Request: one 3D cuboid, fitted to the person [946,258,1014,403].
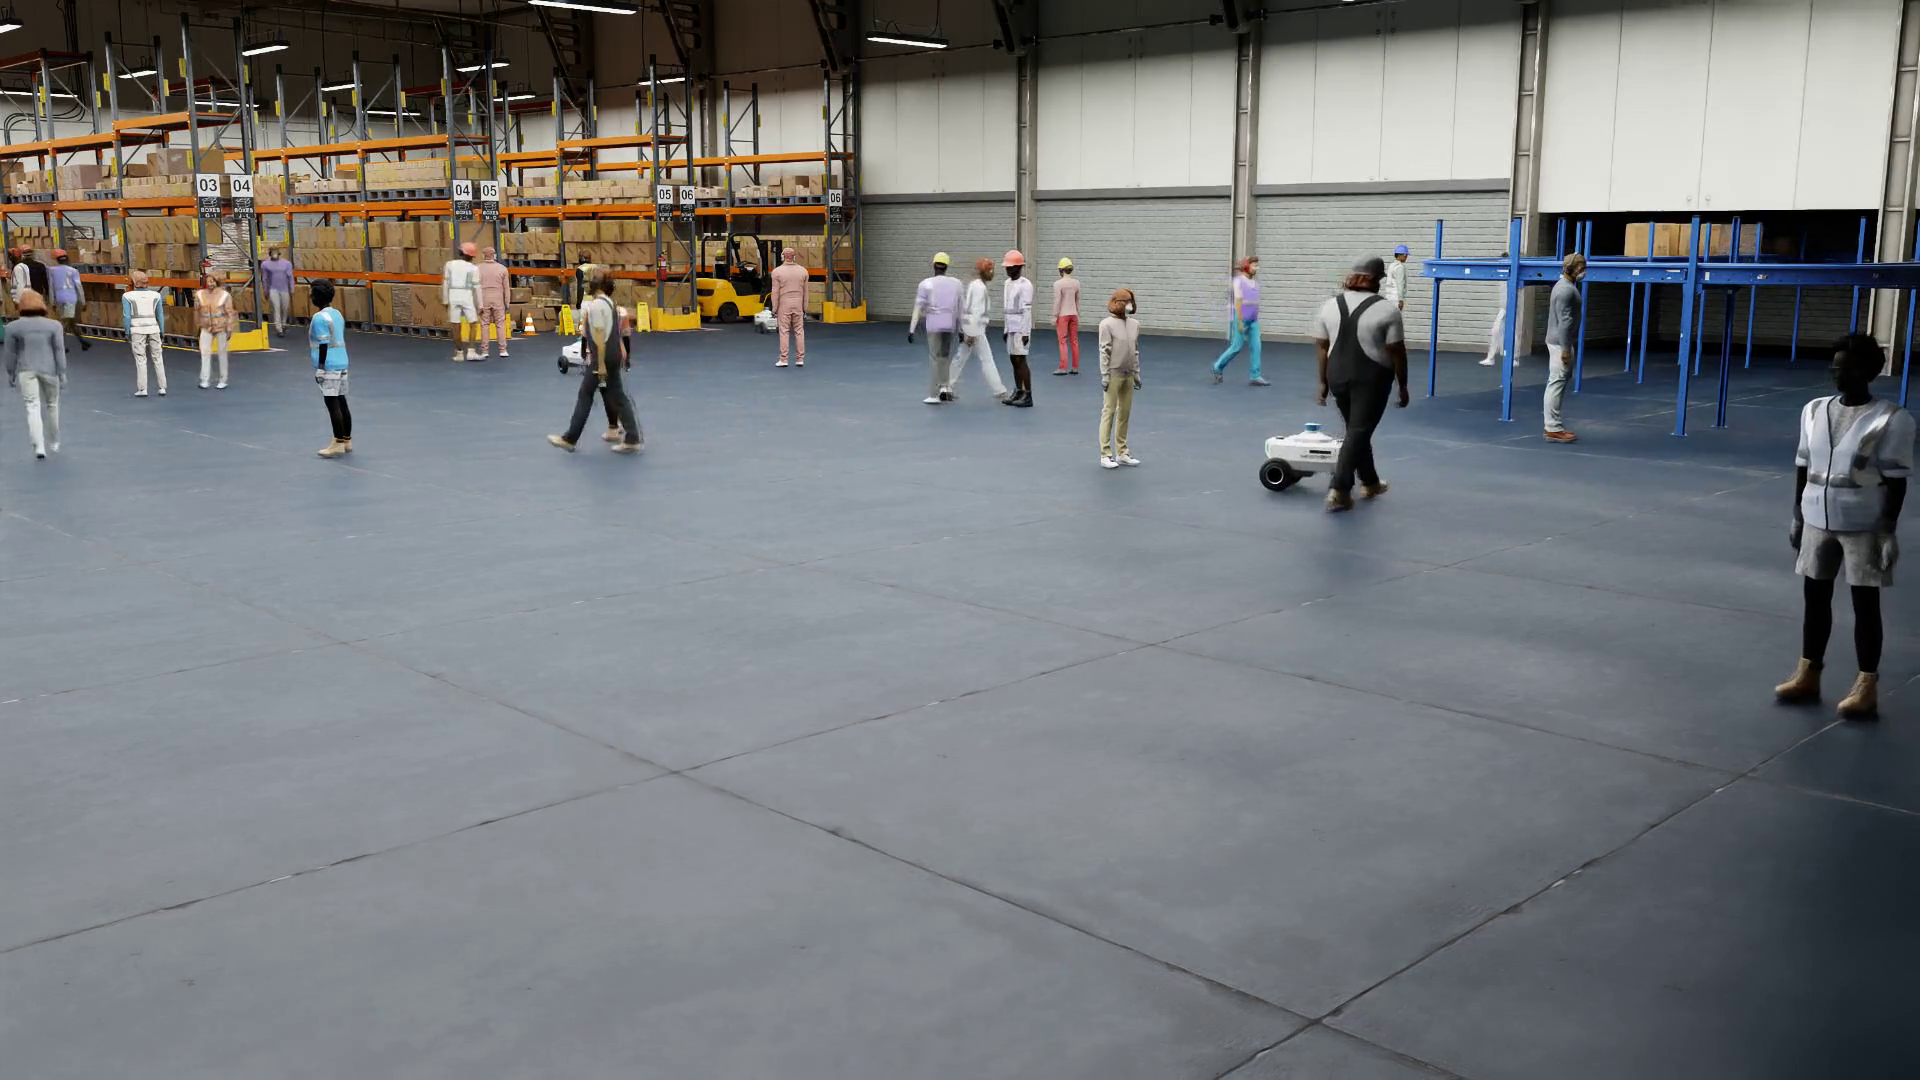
[{"bbox_3d":[0.227,-2.656,21.142,1.021,1.824,0.658,-1,10,-7],"label":"person"}]

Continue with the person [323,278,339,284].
[{"bbox_3d":[-18.511,-7.749,48.770,0.739,1.875,0.991,6,12,29],"label":"person"}]

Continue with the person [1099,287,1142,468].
[{"bbox_3d":[1.472,-1.492,15.268,0.500,1.636,0.284,-9,14,-42],"label":"person"}]

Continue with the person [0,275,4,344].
[{"bbox_3d":[-18.919,-4.694,32.368,0.308,1.772,0.525,9,14,42],"label":"person"}]

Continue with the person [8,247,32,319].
[{"bbox_3d":[-17.073,-4.366,30.258,0.356,1.887,0.572,-3,11,-18],"label":"person"}]

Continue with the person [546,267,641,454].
[{"bbox_3d":[-3.545,-1.730,16.125,0.937,1.795,0.541,1,10,8],"label":"person"}]

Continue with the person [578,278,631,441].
[{"bbox_3d":[-3.687,-1.870,17.229,0.512,1.675,0.535,9,14,42],"label":"person"}]

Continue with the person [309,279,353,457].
[{"bbox_3d":[-6.061,-1.655,15.991,0.320,1.695,0.538,0,10,0],"label":"person"}]

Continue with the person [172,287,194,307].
[{"bbox_3d":[-18.827,-6.230,40.325,0.385,1.921,0.596,7,12,32],"label":"person"}]

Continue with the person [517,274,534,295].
[{"bbox_3d":[-12.526,-7.637,47.949,0.545,1.939,0.373,-7,13,-35],"label":"person"}]

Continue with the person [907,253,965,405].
[{"bbox_3d":[-0.295,-2.668,21.009,0.720,1.891,0.490,-5,12,-25],"label":"person"}]

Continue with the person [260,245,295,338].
[{"bbox_3d":[-14.272,-5.212,34.783,0.632,1.919,0.831,-6,12,-32],"label":"person"}]

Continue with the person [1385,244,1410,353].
[{"bbox_3d":[7.846,-4.326,29.881,0.402,1.944,0.605,0,10,-2],"label":"person"}]

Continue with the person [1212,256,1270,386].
[{"bbox_3d":[4.010,-3.110,23.589,0.572,1.819,0.829,-10,14,-42],"label":"person"}]

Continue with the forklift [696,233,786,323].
[{"bbox_3d":[-5.496,-6.489,41.108,2.313,2.155,1.214,-10,14,-44],"label":"forklift"}]

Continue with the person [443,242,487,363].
[{"bbox_3d":[-8.260,-3.943,27.691,0.755,1.989,0.471,1,10,6],"label":"person"}]

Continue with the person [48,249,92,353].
[{"bbox_3d":[-16.237,-4.352,30.276,0.584,1.856,1.015,2,11,10],"label":"person"}]

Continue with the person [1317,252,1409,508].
[{"bbox_3d":[3.183,-1.278,13.112,1.036,2.000,0.698,-10,14,-43],"label":"person"}]

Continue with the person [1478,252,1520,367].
[{"bbox_3d":[8.748,-3.699,26.785,0.841,1.833,0.492,-5,11,-25],"label":"person"}]

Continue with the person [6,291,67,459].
[{"bbox_3d":[-8.833,-1.585,15.921,0.512,1.585,0.905,-5,11,-25],"label":"person"}]

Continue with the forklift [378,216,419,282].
[{"bbox_3d":[-17.868,-9.201,54.028,1.873,2.768,1.129,-10,14,-44],"label":"forklift"}]

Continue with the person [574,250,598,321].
[{"bbox_3d":[-6.928,-4.449,30.835,0.429,1.844,0.625,4,11,19],"label":"person"}]

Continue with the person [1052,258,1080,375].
[{"bbox_3d":[1.604,-3.402,25.328,0.533,1.767,0.326,-8,13,-38],"label":"person"}]

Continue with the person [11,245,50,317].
[{"bbox_3d":[-18.243,-4.819,32.656,0.644,1.935,0.985,-3,11,-17],"label":"person"}]

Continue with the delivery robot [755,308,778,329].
[{"bbox_3d":[-4.205,-4.826,36.258,0.477,0.478,0.707,-6,12,-28],"label":"delivery robot"}]

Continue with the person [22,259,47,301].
[{"bbox_3d":[-19.209,-5.127,34.323,0.463,1.910,0.624,9,13,39],"label":"person"}]

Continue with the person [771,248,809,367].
[{"bbox_3d":[-2.761,-3.761,26.902,0.651,1.907,0.409,-6,12,-29],"label":"person"}]

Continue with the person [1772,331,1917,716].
[{"bbox_3d":[3.942,-0.076,7.392,0.321,1.695,0.553,-6,12,-28],"label":"person"}]

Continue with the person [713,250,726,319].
[{"bbox_3d":[-6.049,-6.472,42.130,0.304,1.743,0.494,-10,14,-43],"label":"person"}]

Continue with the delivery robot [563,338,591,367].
[{"bbox_3d":[-5.822,-2.872,25.605,0.477,0.478,0.707,-9,13,-39],"label":"delivery robot"}]

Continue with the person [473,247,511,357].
[{"bbox_3d":[-8.161,-4.141,28.978,0.651,1.905,0.403,-2,11,-13],"label":"person"}]

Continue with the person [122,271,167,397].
[{"bbox_3d":[-10.741,-2.712,21.910,0.312,1.639,0.518,10,14,44],"label":"person"}]

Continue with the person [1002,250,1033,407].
[{"bbox_3d":[0.689,-2.623,20.671,0.411,1.927,0.552,-6,12,-29],"label":"person"}]

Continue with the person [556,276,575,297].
[{"bbox_3d":[-10.175,-6.670,43.060,0.627,1.806,0.832,-9,14,-41],"label":"person"}]

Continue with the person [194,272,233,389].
[{"bbox_3d":[-10.207,-2.847,22.715,0.527,1.597,0.822,-1,10,-8],"label":"person"}]

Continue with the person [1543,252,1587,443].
[{"bbox_3d":[6.239,-1.990,17.176,0.378,1.933,0.628,4,11,19],"label":"person"}]

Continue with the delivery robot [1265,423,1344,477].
[{"bbox_3d":[2.939,-0.734,13.948,0.707,0.478,0.477,5,11,25],"label":"delivery robot"}]
